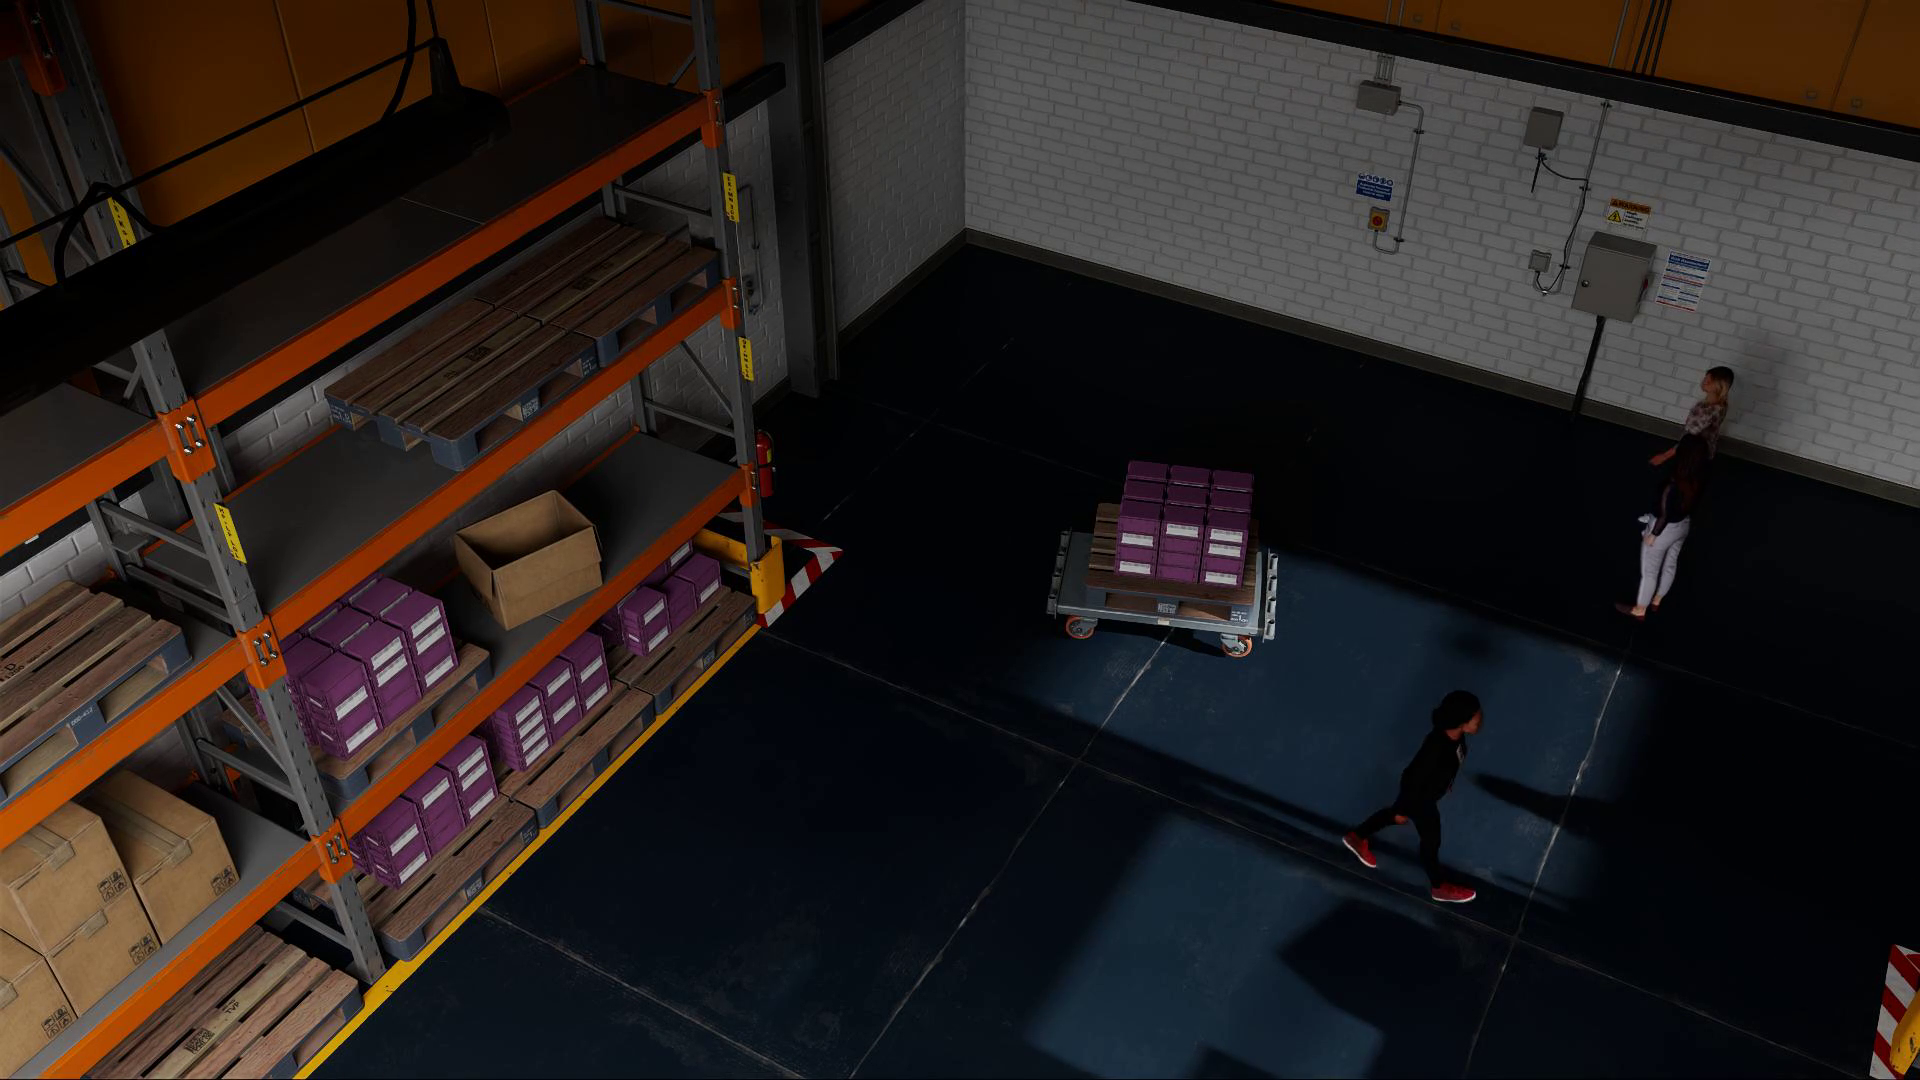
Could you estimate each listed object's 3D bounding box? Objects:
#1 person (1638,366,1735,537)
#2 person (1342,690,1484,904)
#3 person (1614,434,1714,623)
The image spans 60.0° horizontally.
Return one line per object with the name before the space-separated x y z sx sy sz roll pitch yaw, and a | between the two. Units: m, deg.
person | 5.646 -0.596 12.707 0.702 1.621 0.621 26 45 28
person | 2.713 1.499 10.073 0.673 1.635 1.025 24 44 27
person | 5.132 -0.093 12.088 0.615 1.608 0.738 -22 44 -25
